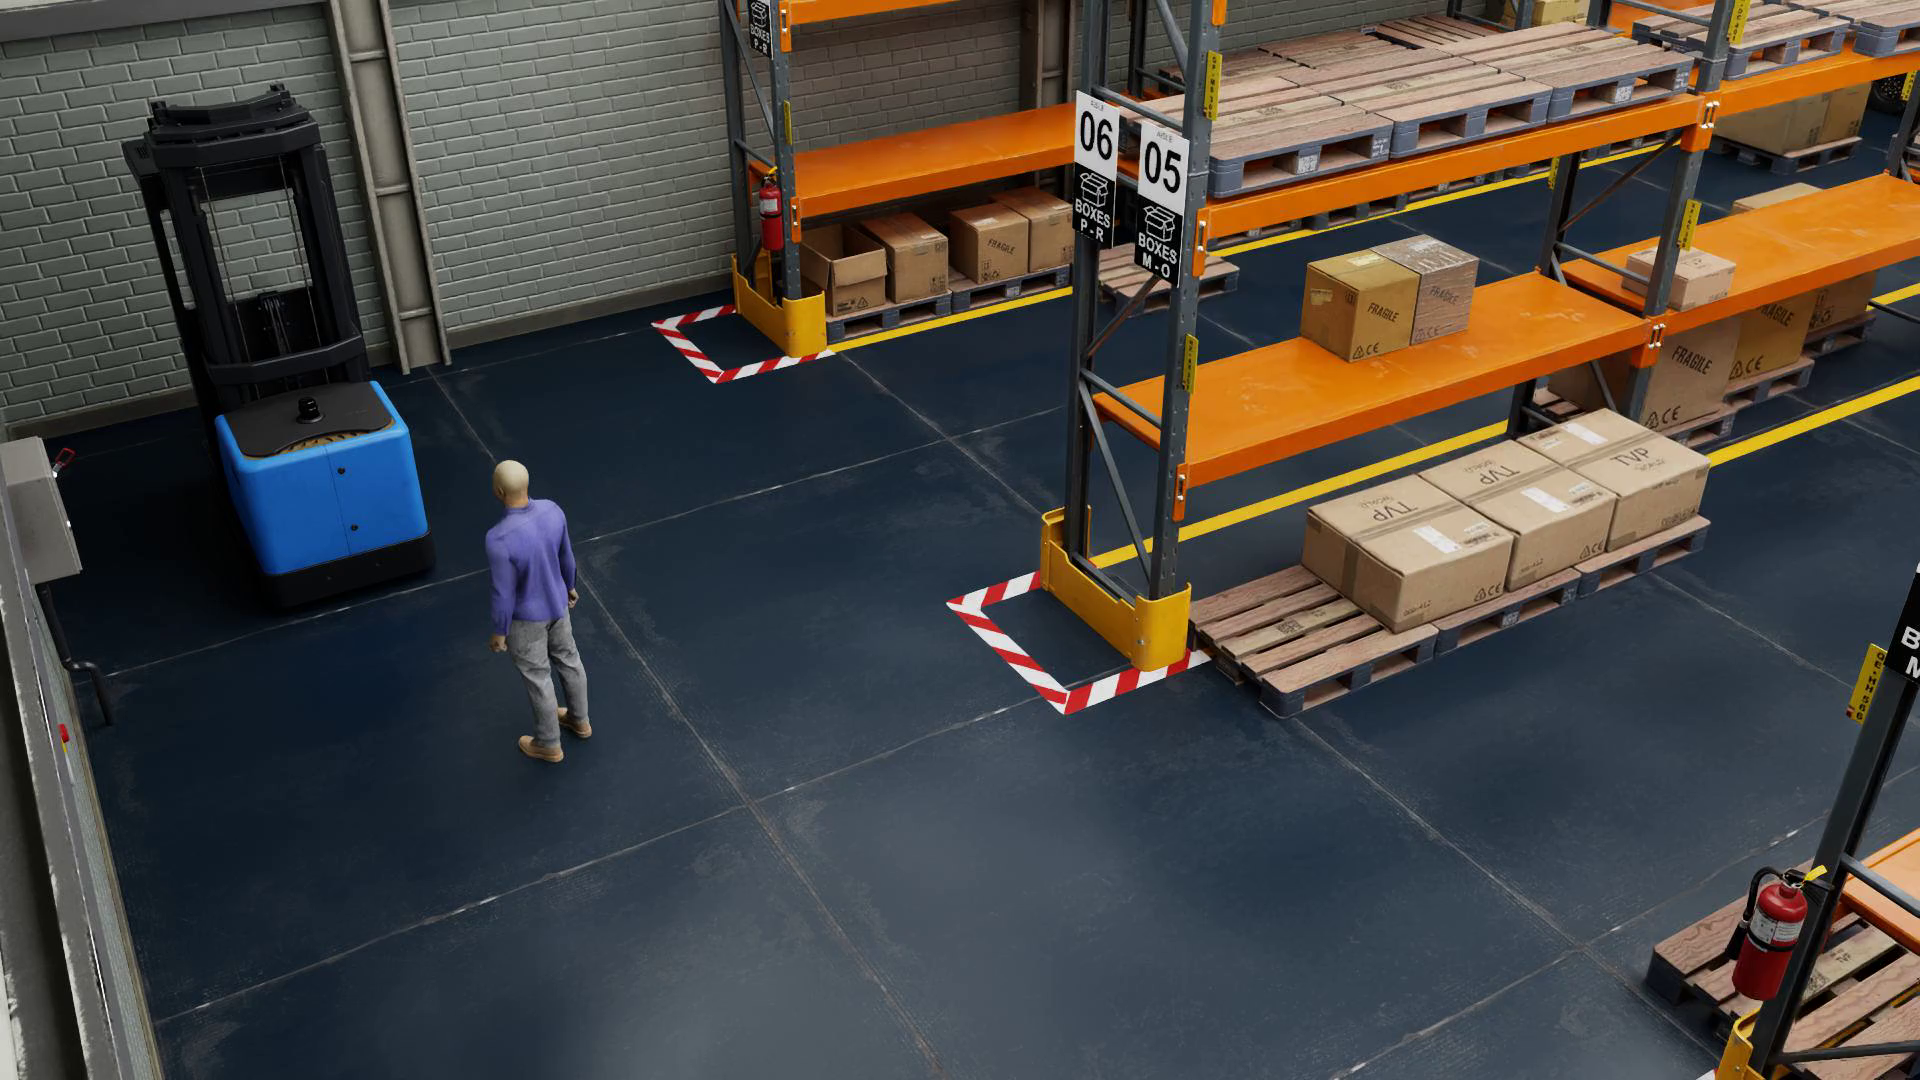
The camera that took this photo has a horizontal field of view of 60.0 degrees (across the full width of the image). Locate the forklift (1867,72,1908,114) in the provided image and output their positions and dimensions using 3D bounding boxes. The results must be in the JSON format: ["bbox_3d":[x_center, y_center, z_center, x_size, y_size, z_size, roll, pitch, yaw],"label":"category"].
[{"bbox_3d":[11.468,-5.645,18.244,1.214,2.155,2.313,-17,36,-26],"label":"forklift"}]

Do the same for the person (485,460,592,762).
[{"bbox_3d":[-2.243,0.386,8.862,0.376,1.797,0.605,18,36,27],"label":"person"}]

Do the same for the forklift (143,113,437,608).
[{"bbox_3d":[-4.289,-1.259,10.509,1.129,2.768,1.873,-17,36,-26],"label":"forklift"}]
